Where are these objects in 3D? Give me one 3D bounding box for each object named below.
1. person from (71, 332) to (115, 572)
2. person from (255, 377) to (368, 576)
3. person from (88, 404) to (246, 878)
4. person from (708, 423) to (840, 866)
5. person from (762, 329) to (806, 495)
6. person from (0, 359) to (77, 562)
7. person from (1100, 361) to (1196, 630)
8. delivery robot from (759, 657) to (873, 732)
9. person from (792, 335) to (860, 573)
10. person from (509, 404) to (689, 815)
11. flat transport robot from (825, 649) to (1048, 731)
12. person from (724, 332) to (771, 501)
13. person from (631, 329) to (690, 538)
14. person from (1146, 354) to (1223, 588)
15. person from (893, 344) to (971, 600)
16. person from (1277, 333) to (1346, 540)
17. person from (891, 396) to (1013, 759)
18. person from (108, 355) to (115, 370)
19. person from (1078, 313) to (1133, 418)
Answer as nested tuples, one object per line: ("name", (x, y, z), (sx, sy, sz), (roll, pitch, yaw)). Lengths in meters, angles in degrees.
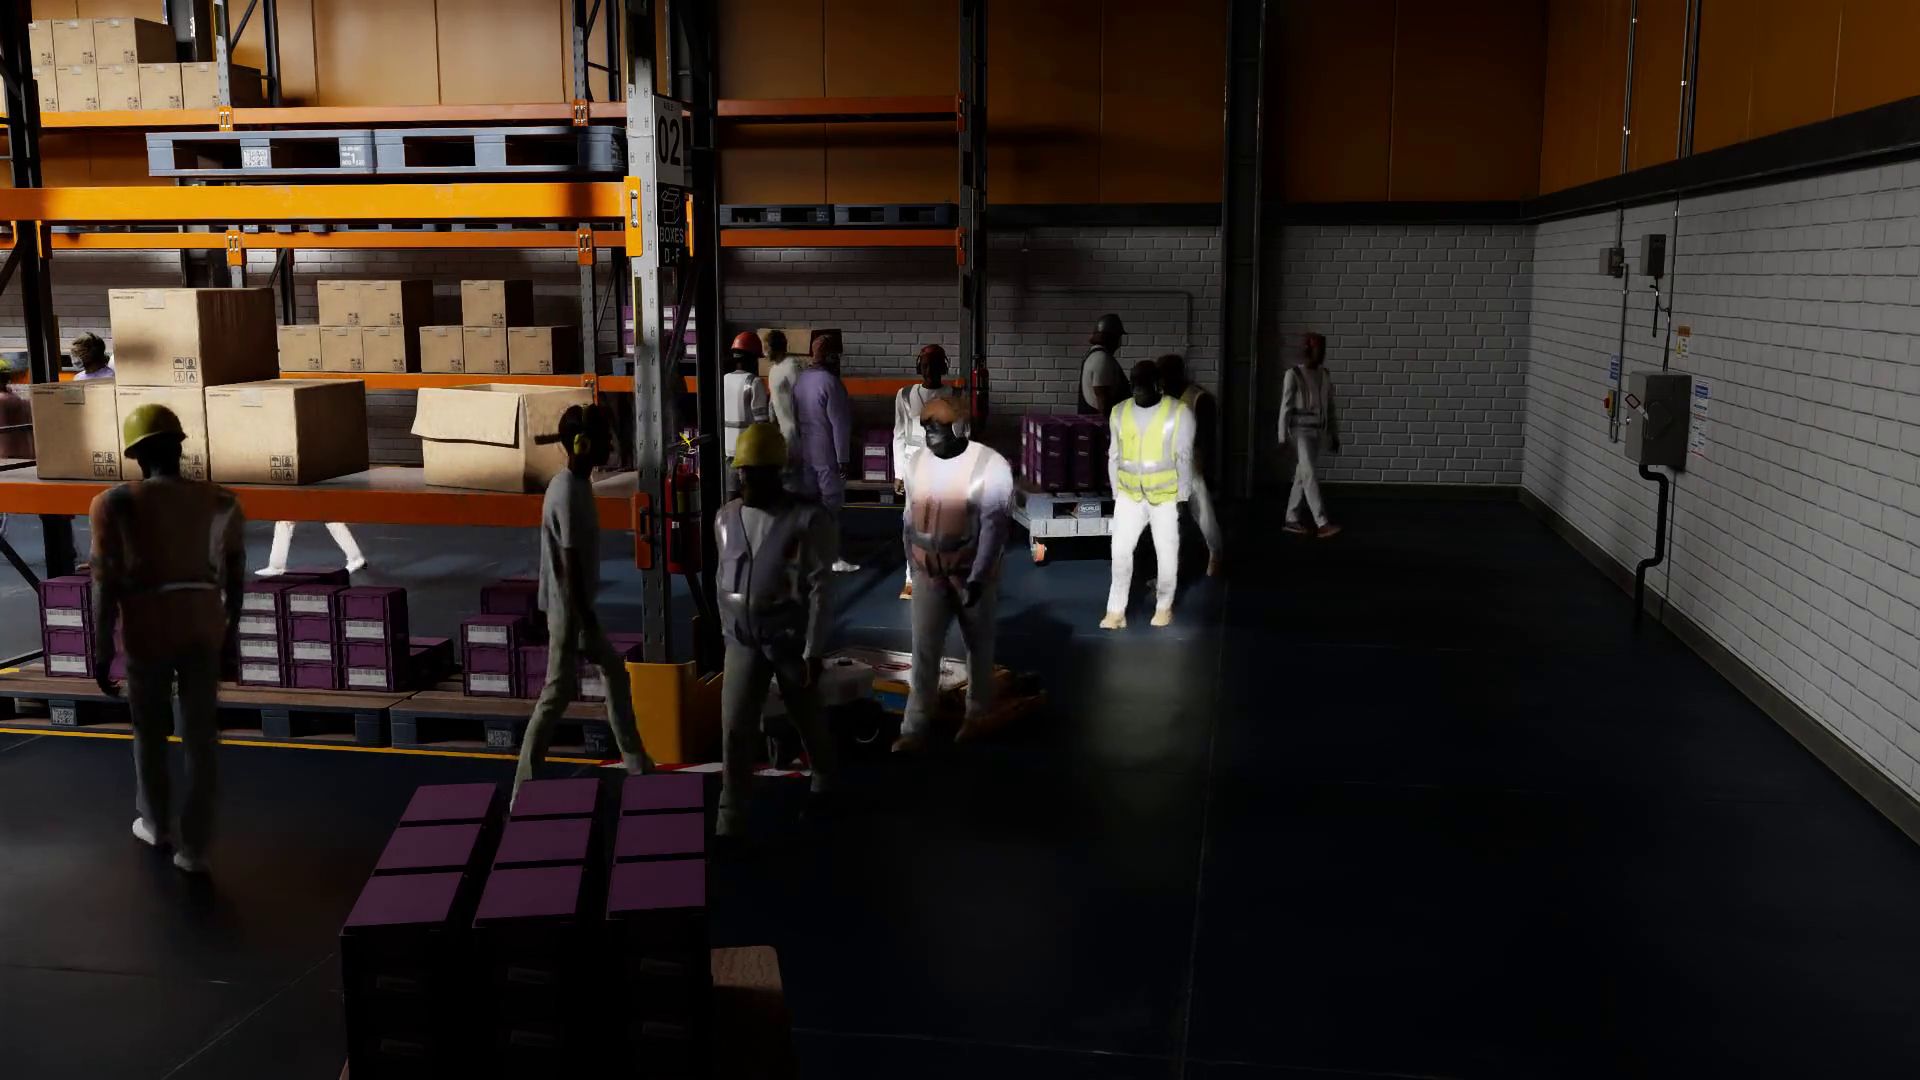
("person", (-6.797, -0.671, 13.175), (0.636, 1.938, 0.363), (7, 11, 35))
("person", (-5.130, -0.494, 13.121), (0.858, 1.596, 0.514), (2, 9, 11))
("person", (-3.223, 0.391, 6.771), (0.609, 1.865, 0.852), (-7, 11, -36))
("person", (-0.772, 0.396, 7.008), (0.588, 1.798, 0.908), (3, 10, 20))
("person", (-1.516, -0.954, 15.061), (0.540, 1.891, 0.659), (-4, 10, -21))
("person", (-7.808, -0.643, 13.700), (0.960, 1.708, 0.547), (0, 9, 0))
("person", (1.244, -0.281, 11.150), (0.650, 1.812, 0.809), (4, 10, 25))
("delivery robot", (-0.799, 0.752, 8.325), (0.707, 0.478, 0.477), (-6, 11, -34))
("person", (-1.068, -0.693, 13.397), (0.409, 1.906, 0.652), (-7, 12, -37))
("person", (-1.596, 0.317, 7.369), (0.886, 1.828, 0.543), (-1, 9, -7))
("flat transport robot", (-0.298, 0.800, 9.194), (1.431, 0.197, 0.652), (5, 10, 29))
("person", (-1.720, -0.717, 13.480), (0.542, 1.929, 0.368), (7, 11, 35))
("person", (-2.540, -0.843, 14.277), (0.548, 1.925, 0.654), (-5, 11, -29))
("person", (1.775, -0.550, 12.905), (0.683, 1.797, 0.887), (9, 13, 44))
("person", (-0.212, -0.490, 12.212), (0.576, 1.884, 0.355), (1, 9, 8))
("person", (3.249, -0.933, 15.075), (0.610, 1.844, 0.870), (-7, 11, -37))
("person", (-0.069, 0.191, 8.241), (0.624, 1.792, 0.909), (4, 10, 23))
("person", (-8.504, -1.351, 17.466), (0.821, 1.917, 0.590), (-5, 10, -29))
("person", (1.389, -1.151, 15.827), (0.536, 2.000, 0.703), (0, 9, 0))
